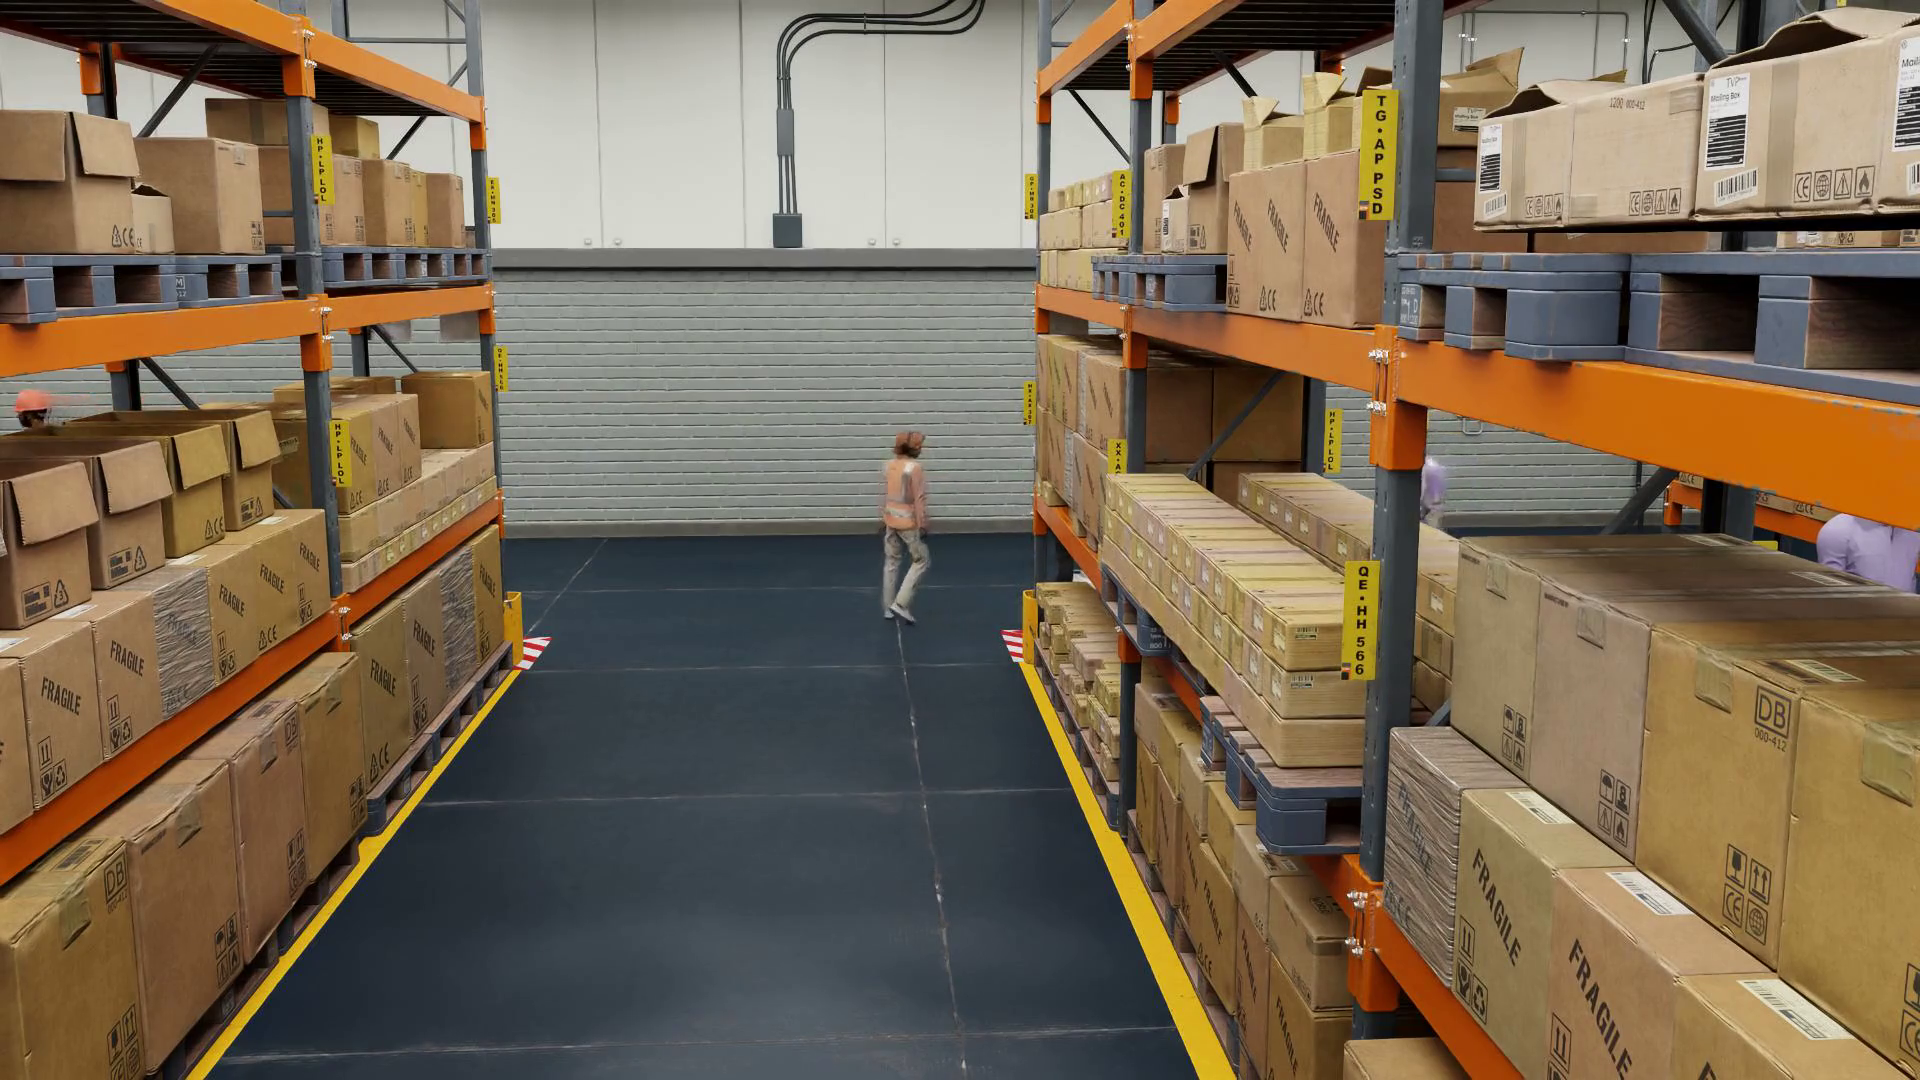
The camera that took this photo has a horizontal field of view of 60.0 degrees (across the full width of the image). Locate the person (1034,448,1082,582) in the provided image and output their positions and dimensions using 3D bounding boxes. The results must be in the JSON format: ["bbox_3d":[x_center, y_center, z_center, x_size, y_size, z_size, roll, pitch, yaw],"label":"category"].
[{"bbox_3d":[0.953,-0.238,13.890,0.660,1.853,0.974,3,10,15],"label":"person"}]

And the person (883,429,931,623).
[{"bbox_3d":[-0.450,-0.112,13.805,0.336,1.625,0.612,-7,12,-35],"label":"person"}]

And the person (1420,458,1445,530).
[{"bbox_3d":[3.283,0.034,12.290,0.864,1.857,0.581,-8,13,-40],"label":"person"}]

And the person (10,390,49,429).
[{"bbox_3d":[-7.808,-0.320,14.193,0.444,1.923,0.543,-1,10,-7],"label":"person"}]

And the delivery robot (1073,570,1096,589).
[{"bbox_3d":[1.165,0.397,13.697,0.707,0.478,0.477,8,12,38],"label":"delivery robot"}]

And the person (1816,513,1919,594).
[{"bbox_3d":[5.077,0.523,9.279,0.636,1.903,0.404,-2,10,-14],"label":"person"}]
